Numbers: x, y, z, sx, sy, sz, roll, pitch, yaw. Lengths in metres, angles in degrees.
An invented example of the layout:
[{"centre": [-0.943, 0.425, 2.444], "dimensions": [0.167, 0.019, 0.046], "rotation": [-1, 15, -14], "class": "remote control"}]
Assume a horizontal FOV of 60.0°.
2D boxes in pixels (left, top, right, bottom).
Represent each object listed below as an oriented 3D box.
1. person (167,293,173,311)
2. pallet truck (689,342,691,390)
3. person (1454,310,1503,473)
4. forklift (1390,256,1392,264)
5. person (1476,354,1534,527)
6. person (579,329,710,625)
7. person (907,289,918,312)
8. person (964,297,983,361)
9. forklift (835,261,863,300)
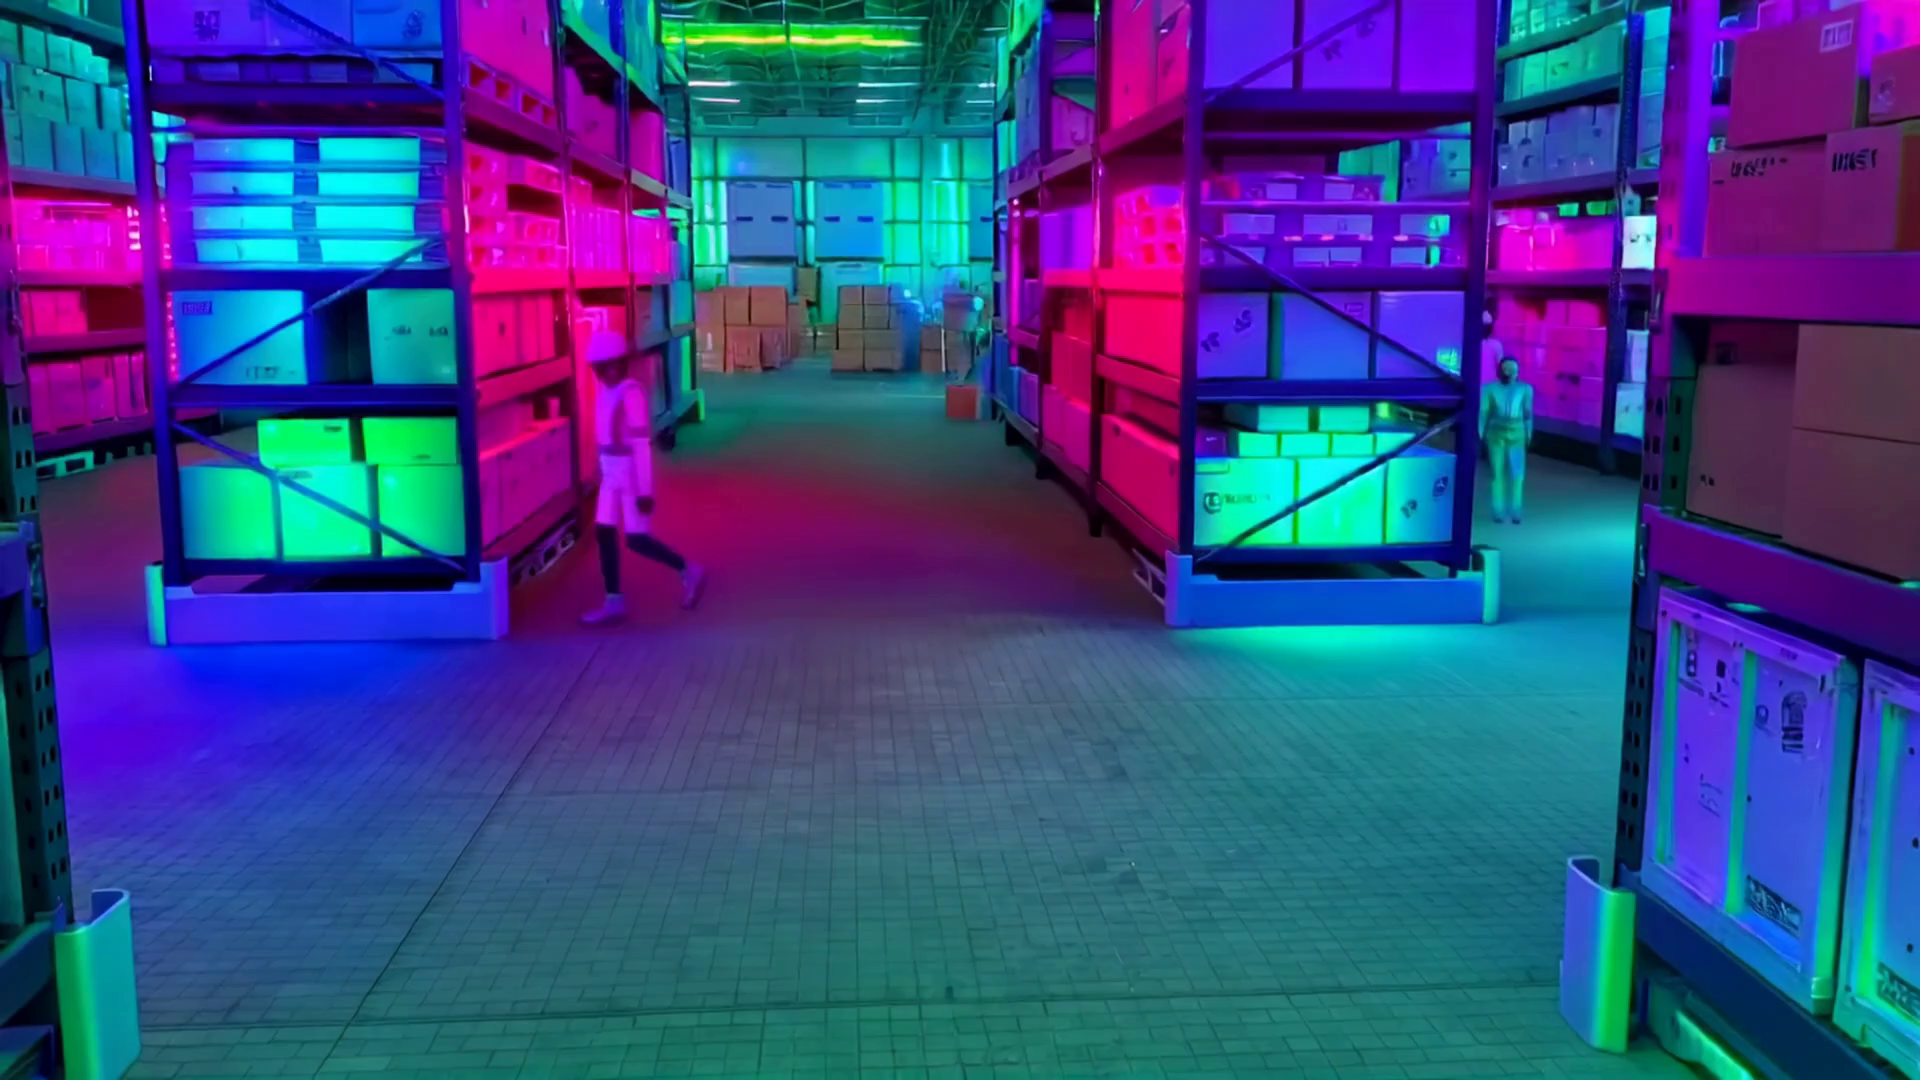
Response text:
[{"centre": [-29.657, -8.600, 62.645], "dimensions": [0.406, 1.987, 0.622], "rotation": [-3, 9, -17], "class": "person"}, {"centre": [-5.225, -3.008, 27.480], "dimensions": [1.885, 1.965, 0.823], "rotation": [2, 9, 14], "class": "pallet truck"}, {"centre": [6.234, -1.803, 20.121], "dimensions": [0.621, 1.948, 1.039], "rotation": [0, 9, -1], "class": "person"}, {"centre": [10.614, -5.724, 41.774], "dimensions": [1.129, 2.768, 1.873], "rotation": [-9, 13, -44], "class": "forklift"}, {"centre": [5.104, -0.921, 15.565], "dimensions": [0.535, 1.605, 0.744], "rotation": [2, 9, 10], "class": "person"}, {"centre": [-2.157, -0.425, 11.264], "dimensions": [0.824, 2.014, 0.609], "rotation": [-6, 11, -34], "class": "person"}, {"centre": [-1.601, -7.344, 55.018], "dimensions": [0.991, 1.904, 0.629], "rotation": [-2, 9, -13], "class": "person"}, {"centre": [0.270, -4.336, 36.127], "dimensions": [0.524, 1.895, 0.612], "rotation": [-4, 10, -26], "class": "person"}, {"centre": [-3.730, -8.019, 56.182], "dimensions": [1.129, 2.768, 1.873], "rotation": [-1, 9, -4], "class": "forklift"}]
